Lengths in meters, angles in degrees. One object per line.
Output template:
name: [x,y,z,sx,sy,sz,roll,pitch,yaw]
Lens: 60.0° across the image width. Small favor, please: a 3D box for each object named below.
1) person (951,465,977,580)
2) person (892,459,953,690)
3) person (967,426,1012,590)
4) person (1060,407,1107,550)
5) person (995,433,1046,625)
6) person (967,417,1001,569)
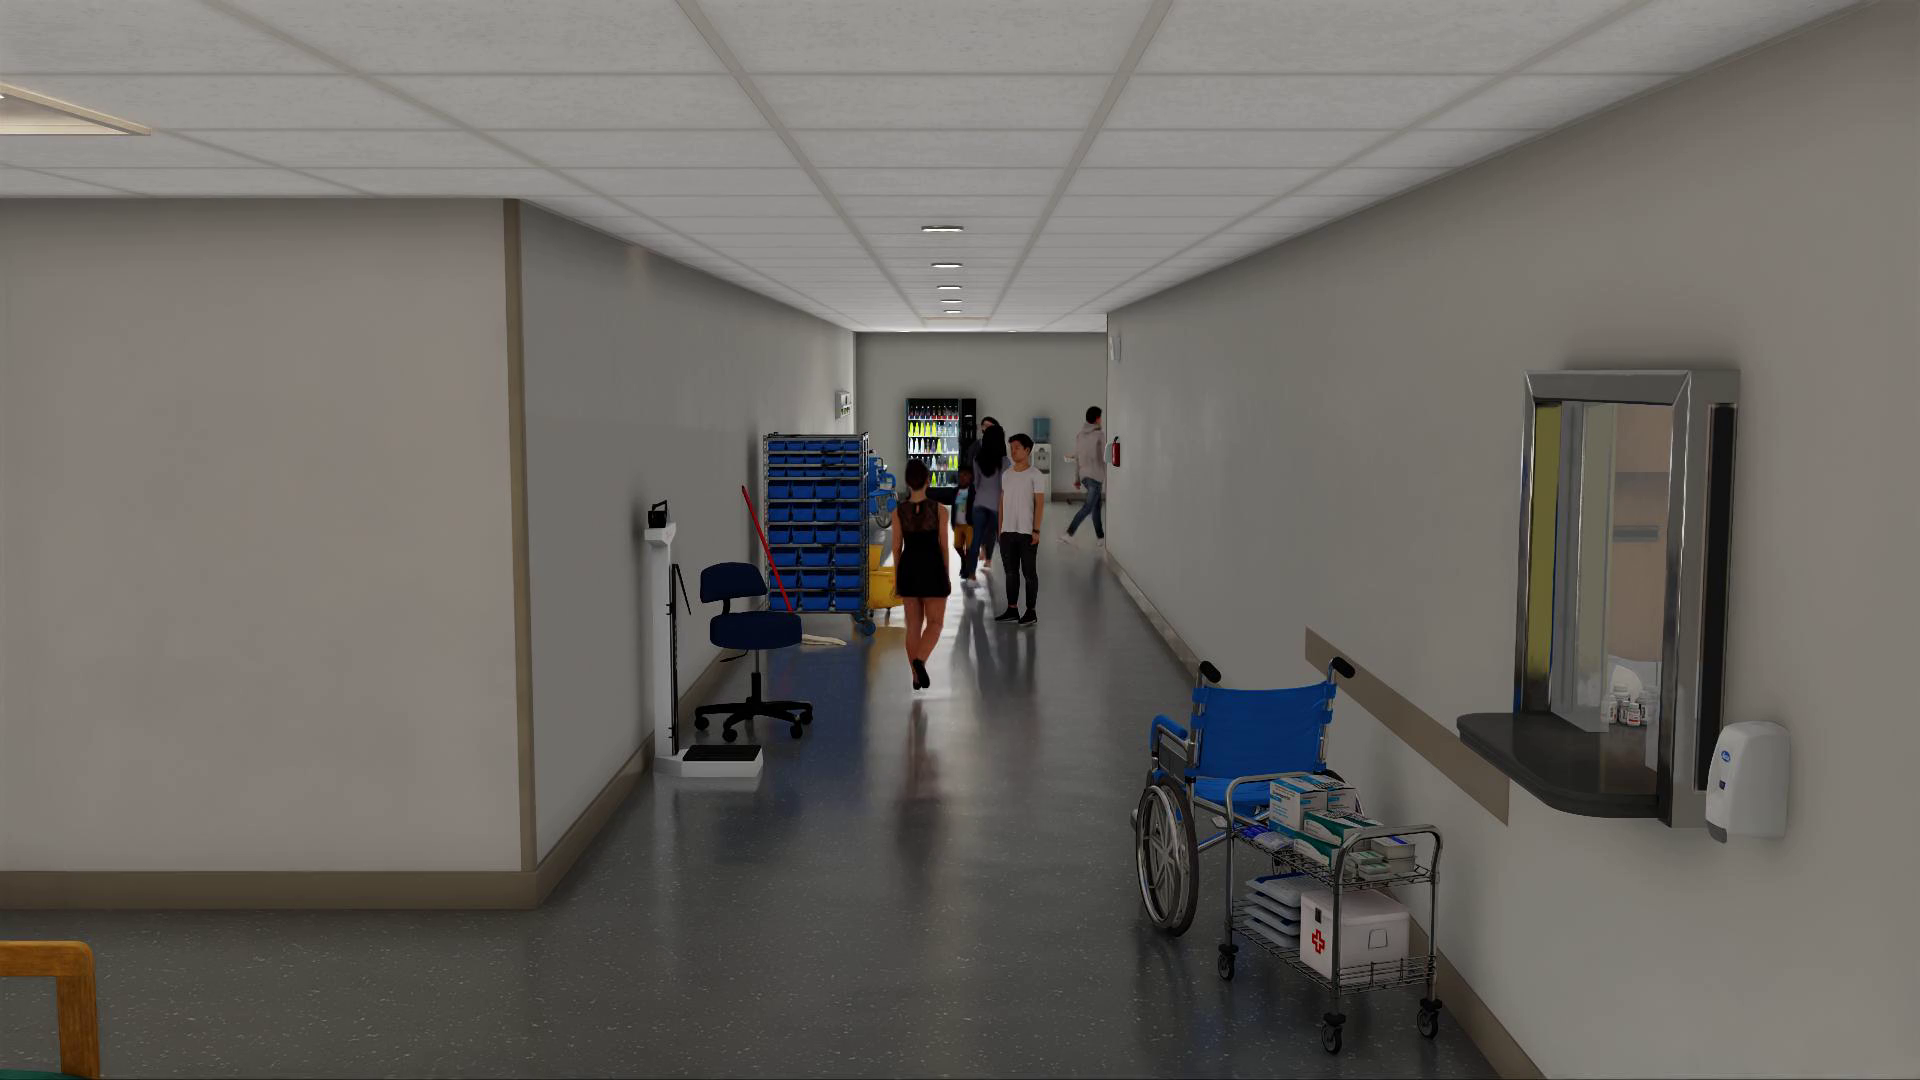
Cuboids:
person: [0.095,-0.203,18.449,0.641,1.261,0.694,3,6,24]
person: [-0.279,0.276,11.699,0.887,1.658,0.735,1,6,10]
person: [0.258,-0.297,17.248,1.181,1.687,1.005,3,6,24]
person: [1.616,-0.752,21.168,1.330,1.809,1.161,-4,7,-37]
person: [0.553,-0.114,15.102,0.680,1.722,0.763,5,7,39]
person: [0.287,-0.553,19.546,1.088,1.738,0.761,1,6,6]
